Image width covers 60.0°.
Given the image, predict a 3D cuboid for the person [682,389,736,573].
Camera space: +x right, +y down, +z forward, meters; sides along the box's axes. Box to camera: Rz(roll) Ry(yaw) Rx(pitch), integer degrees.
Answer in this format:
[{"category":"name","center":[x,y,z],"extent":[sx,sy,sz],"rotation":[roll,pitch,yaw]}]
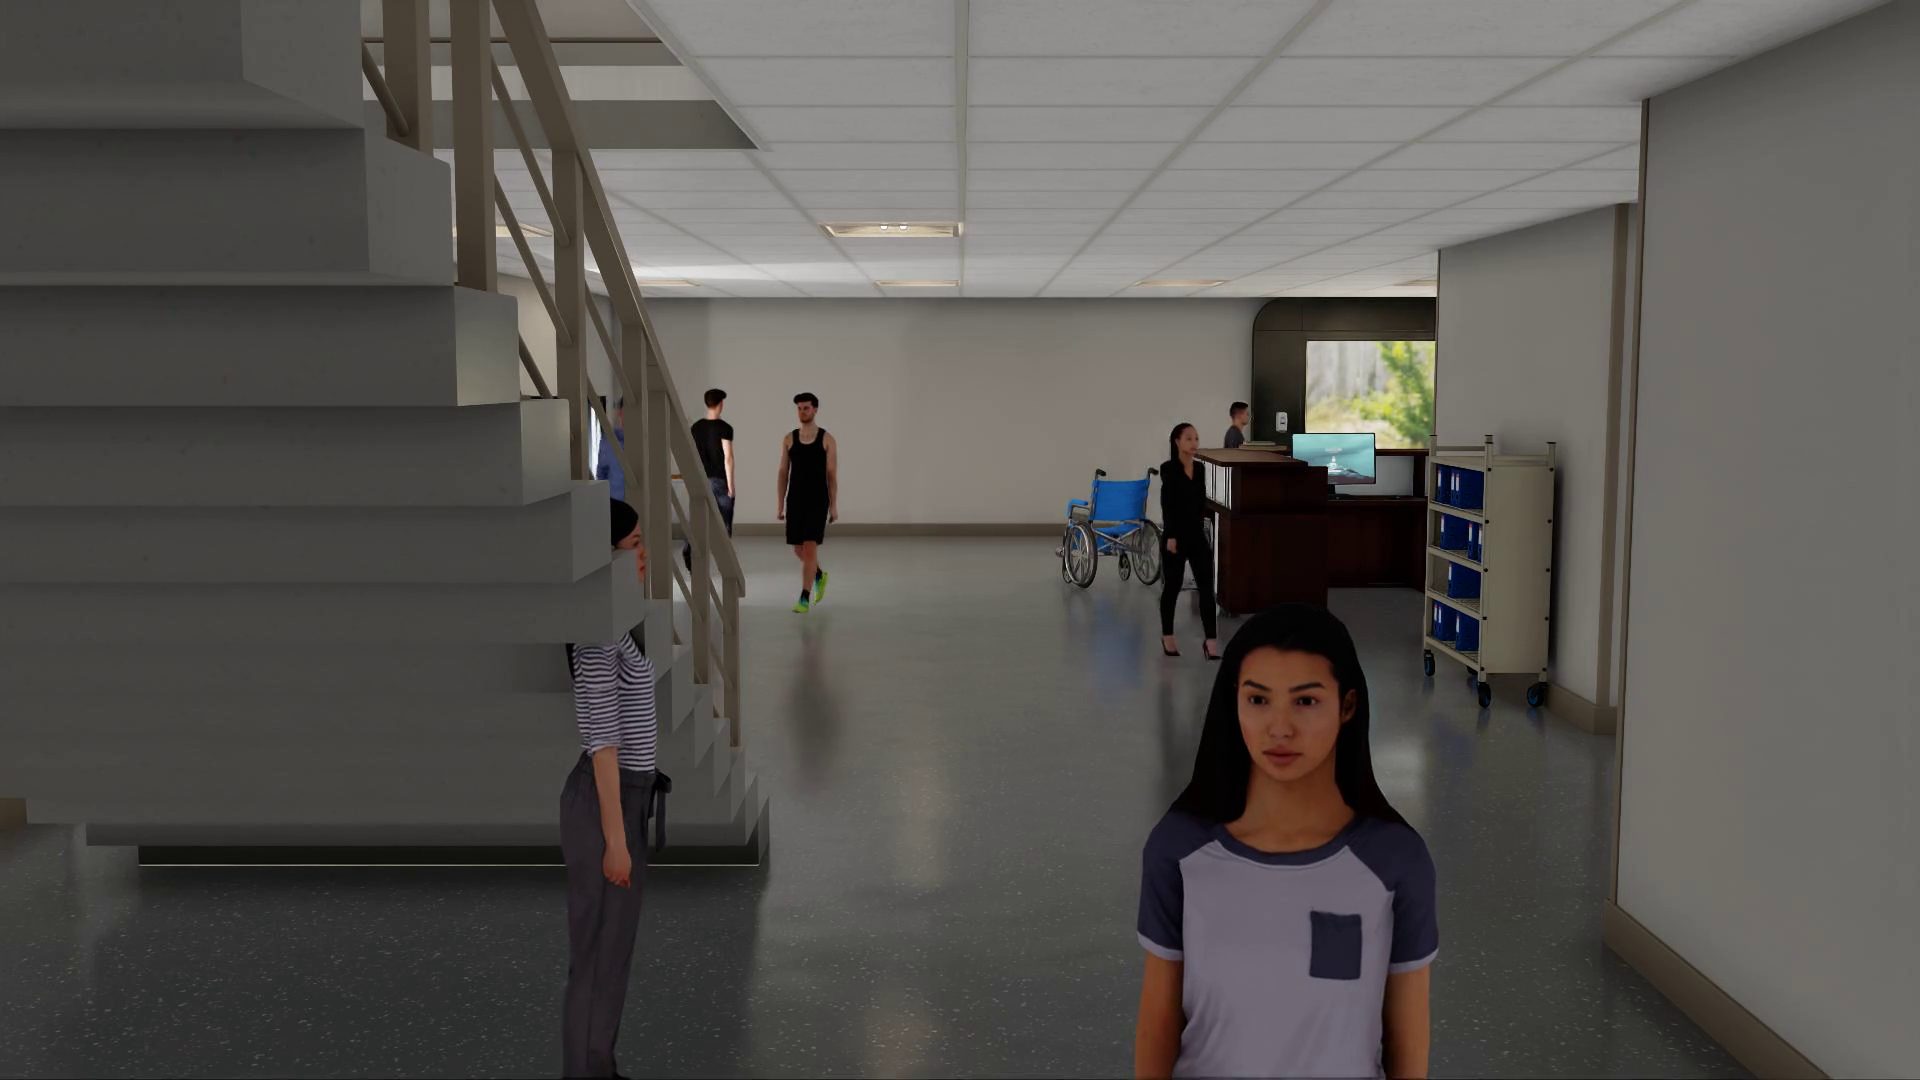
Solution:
[{"category":"person","center":[-2.540,-0.567,16.805],"extent":[0.960,1.870,1.234],"rotation":[2,6,22]}]

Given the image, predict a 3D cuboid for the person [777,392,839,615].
[{"category":"person","center":[-1.280,-0.312,14.296],"extent":[0.885,1.864,1.216],"rotation":[2,6,15]}]

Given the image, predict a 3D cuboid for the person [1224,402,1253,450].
[{"category":"person","center":[2.721,-0.506,16.846],"extent":[0.761,1.739,0.922],"rotation":[1,6,8]}]

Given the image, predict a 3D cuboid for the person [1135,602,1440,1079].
[{"category":"person","center":[0.467,0.946,2.450],"extent":[0.624,1.733,0.575],"rotation":[1,6,12]}]

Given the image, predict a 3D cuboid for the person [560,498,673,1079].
[{"category":"person","center":[-0.961,0.744,4.453],"extent":[0.690,1.733,0.508],"rotation":[-1,6,-10]}]

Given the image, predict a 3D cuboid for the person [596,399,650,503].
[{"category":"person","center":[-2.790,-0.245,13.698],"extent":[0.921,1.851,1.049],"rotation":[-3,7,-29]}]

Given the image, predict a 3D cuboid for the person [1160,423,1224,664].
[{"category":"person","center":[1.536,0.030,11.820],"extent":[0.848,1.679,0.981],"rotation":[-3,7,-30]}]
